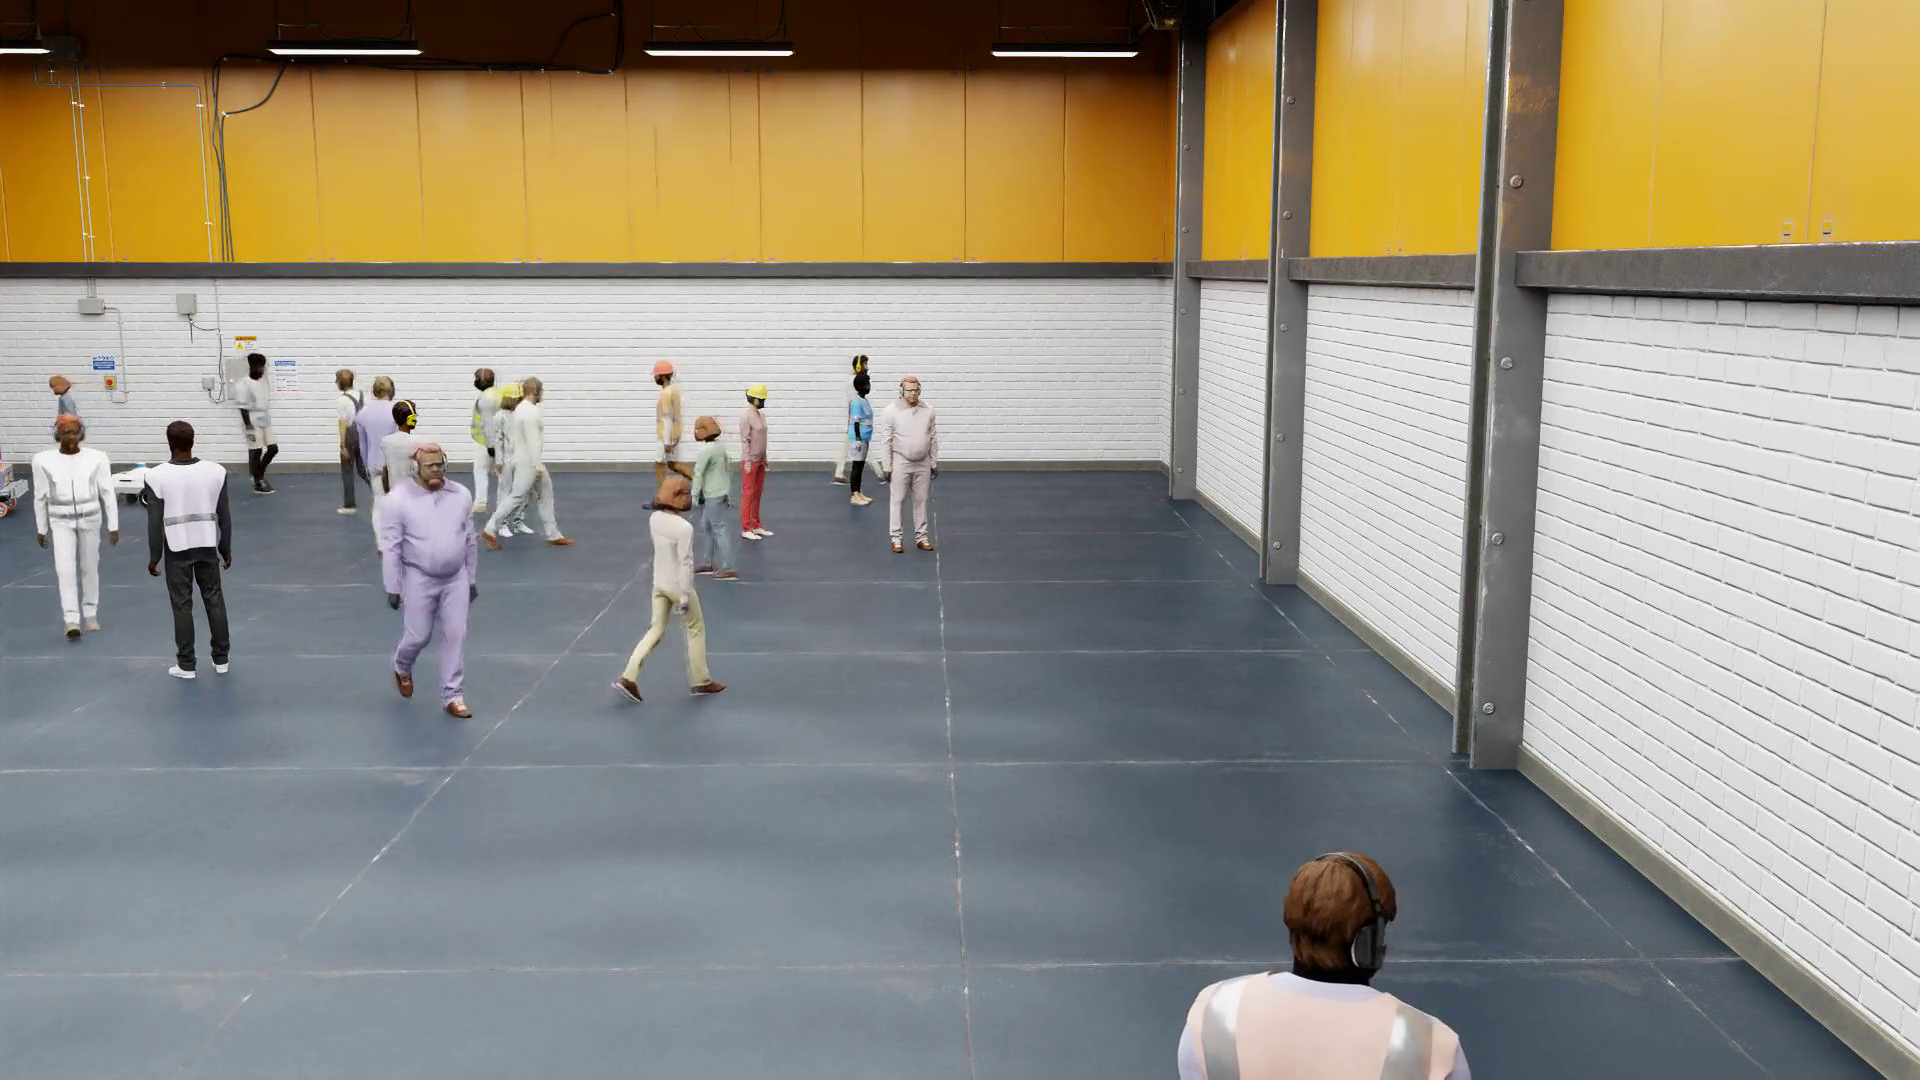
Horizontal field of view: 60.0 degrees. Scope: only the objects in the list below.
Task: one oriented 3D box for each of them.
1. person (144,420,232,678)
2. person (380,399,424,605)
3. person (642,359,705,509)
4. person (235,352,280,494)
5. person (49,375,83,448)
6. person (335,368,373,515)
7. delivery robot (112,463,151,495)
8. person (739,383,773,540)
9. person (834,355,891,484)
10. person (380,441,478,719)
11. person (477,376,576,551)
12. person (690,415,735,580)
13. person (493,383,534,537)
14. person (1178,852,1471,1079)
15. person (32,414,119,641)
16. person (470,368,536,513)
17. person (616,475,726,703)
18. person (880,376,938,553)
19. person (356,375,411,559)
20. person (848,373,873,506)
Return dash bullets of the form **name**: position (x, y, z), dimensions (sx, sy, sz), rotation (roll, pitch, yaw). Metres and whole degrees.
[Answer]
- **person**: position (-5.718, 0.070, 12.373), dimensions (0.598, 1.915, 0.375), rotation (-9, 13, -43)
- **person**: position (-4.947, -0.327, 14.952), dimensions (0.514, 1.872, 0.328), rotation (3, 10, 20)
- **person**: position (-3.589, -1.320, 20.950), dimensions (0.789, 1.912, 0.548), rotation (1, 9, 5)
- **person**: position (-9.398, -1.561, 22.336), dimensions (0.503, 1.929, 0.668), rotation (3, 10, 16)
- **person**: position (-12.079, -1.406, 22.420), dimensions (0.701, 1.579, 0.515), rotation (-5, 10, -26)
- **person**: position (-7.396, -1.197, 20.439), dimensions (0.680, 1.828, 0.529), rotation (5, 10, 28)
- **delivery robot**: position (-10.443, -0.747, 21.258), dimensions (0.707, 0.478, 0.477), rotation (2, 9, 12)
- **person**: position (-2.295, -0.888, 18.734), dimensions (0.321, 1.761, 0.522), rotation (3, 10, 18)
- **person**: position (-1.348, -1.671, 23.358), dimensions (0.957, 1.809, 0.553), rotation (0, 9, -1)
- **person**: position (-3.629, 0.255, 11.369), dimensions (0.649, 1.883, 0.749), rotation (-7, 12, -39)
- **person**: position (-4.738, -0.821, 17.963), dimensions (1.011, 1.891, 0.639), rotation (-3, 10, -18)
- **person**: position (-2.483, -0.409, 16.273), dimensions (0.668, 1.606, 0.502), rotation (2, 10, 14)
- **person**: position (-5.071, -0.912, 18.927), dimensions (0.323, 1.742, 0.492), rotation (6, 11, 33)
- **person**: position (0.780, 1.555, 3.521), dimensions (0.619, 1.839, 0.430), rotation (5, 11, 28)
- **person**: position (-7.252, -0.103, 13.683), dimensions (0.599, 1.834, 0.955), rotation (-6, 11, -31)
- **person**: position (-5.756, -1.237, 20.681), dimensions (0.800, 1.821, 0.613), rotation (1, 9, 8)
- **person**: position (-2.043, 0.340, 11.662), dimensions (0.498, 1.604, 0.789), rotation (9, 13, 43)
- **person**: position (-0.530, -0.810, 17.833), dimensions (0.636, 1.900, 0.403), rotation (-5, 10, -26)
- **person**: position (-5.967, -0.761, 17.483), dimensions (0.652, 1.905, 0.577), rotation (2, 10, 14)
- **person**: position (-1.274, -1.293, 21.406), dimensions (0.320, 1.695, 0.537), rotation (1, 9, 9)
